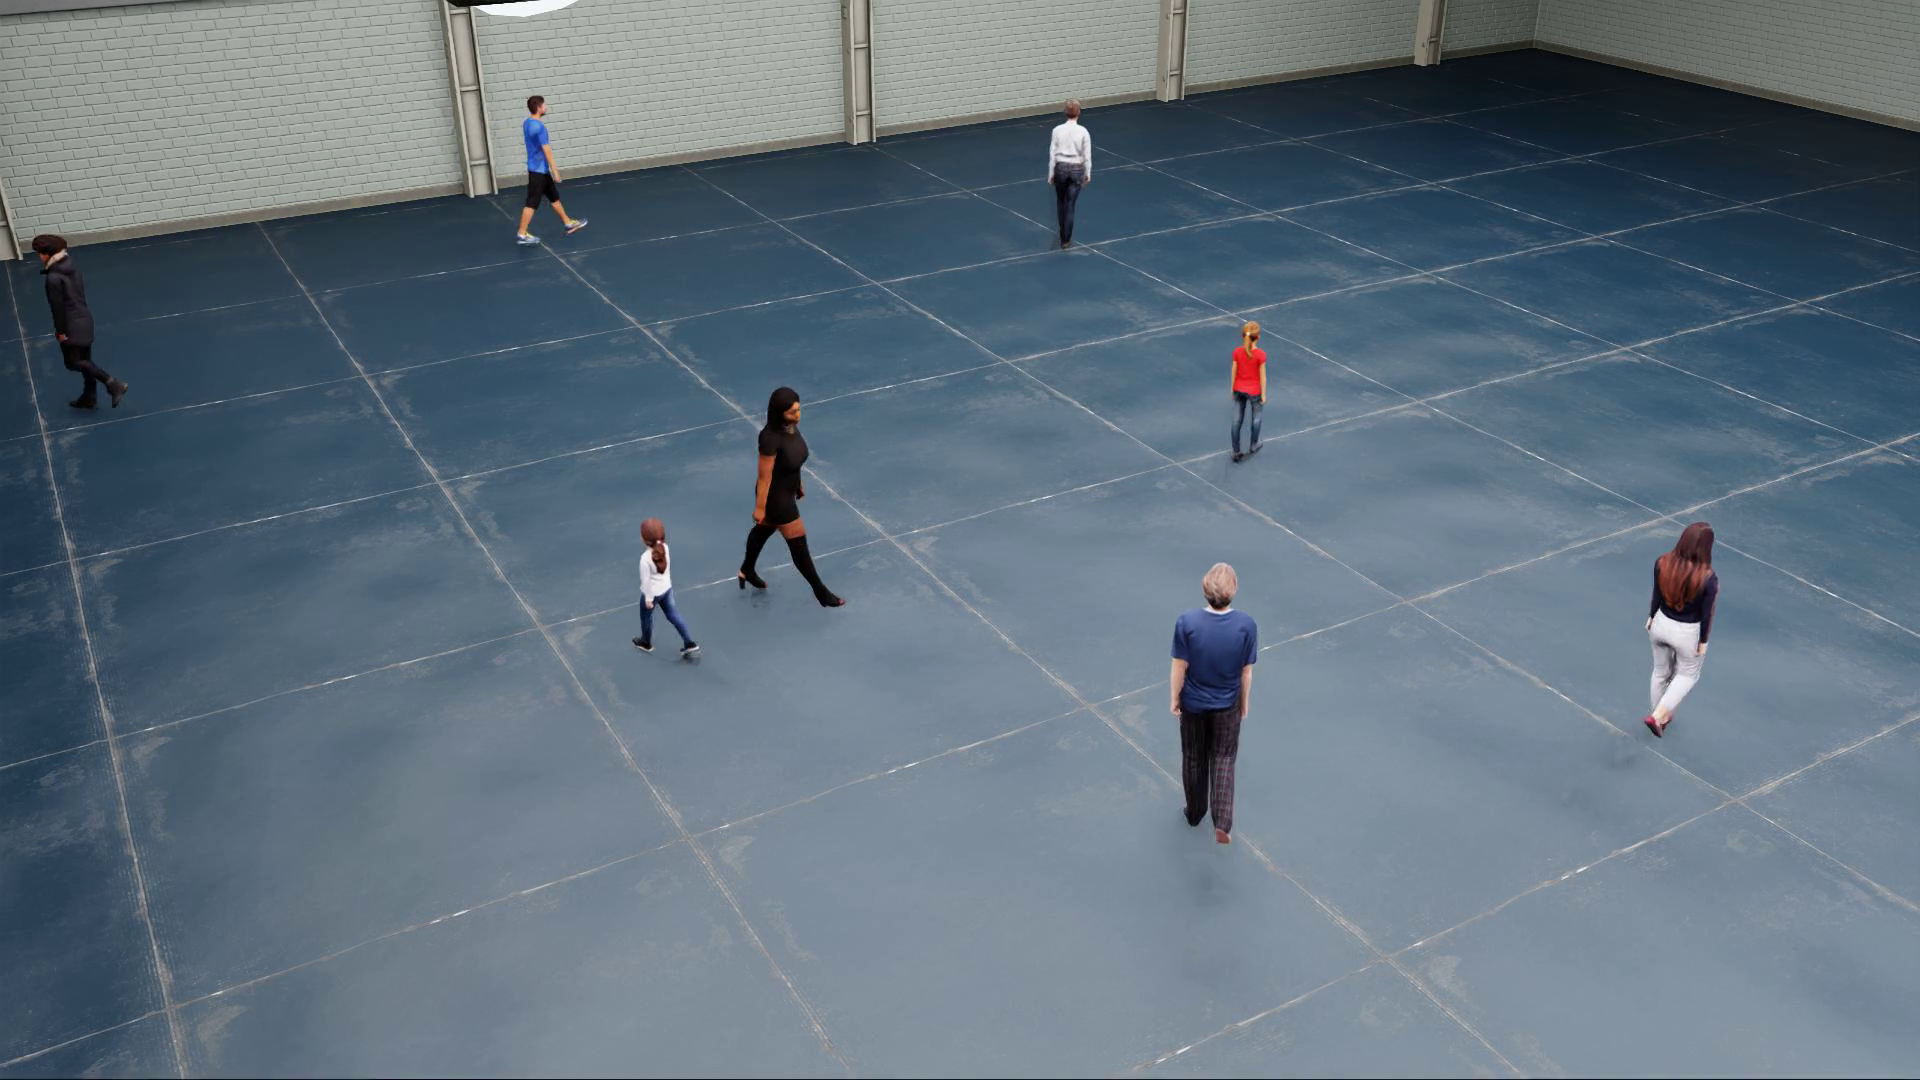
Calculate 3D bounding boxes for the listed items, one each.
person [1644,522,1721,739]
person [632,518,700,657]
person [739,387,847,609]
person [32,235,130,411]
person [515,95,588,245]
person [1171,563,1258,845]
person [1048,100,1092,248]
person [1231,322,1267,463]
[{"bbox_3d":[4.715,0.633,10.987,0.830,1.596,0.685,-22,34,-36],"label":"person"},{"bbox_3d":[-2.150,0.365,12.059,0.737,1.091,0.791,16,31,29],"label":"person"},{"bbox_3d":[-1.433,-0.295,12.583,1.264,1.784,1.200,5,28,9],"label":"person"},{"bbox_3d":[-8.475,-2.070,16.064,1.044,1.752,0.924,-1,27,-3],"label":"person"},{"bbox_3d":[-5.378,-4.603,20.922,1.256,1.809,0.712,-18,32,-30],"label":"person"},{"bbox_3d":[1.504,1.023,9.946,0.980,1.855,0.996,2,27,4],"label":"person"},{"bbox_3d":[1.356,-4.587,20.909,1.070,1.793,1.113,6,28,11],"label":"person"},{"bbox_3d":[2.591,-1.327,15.116,0.686,1.299,0.772,13,30,23],"label":"person"}]
